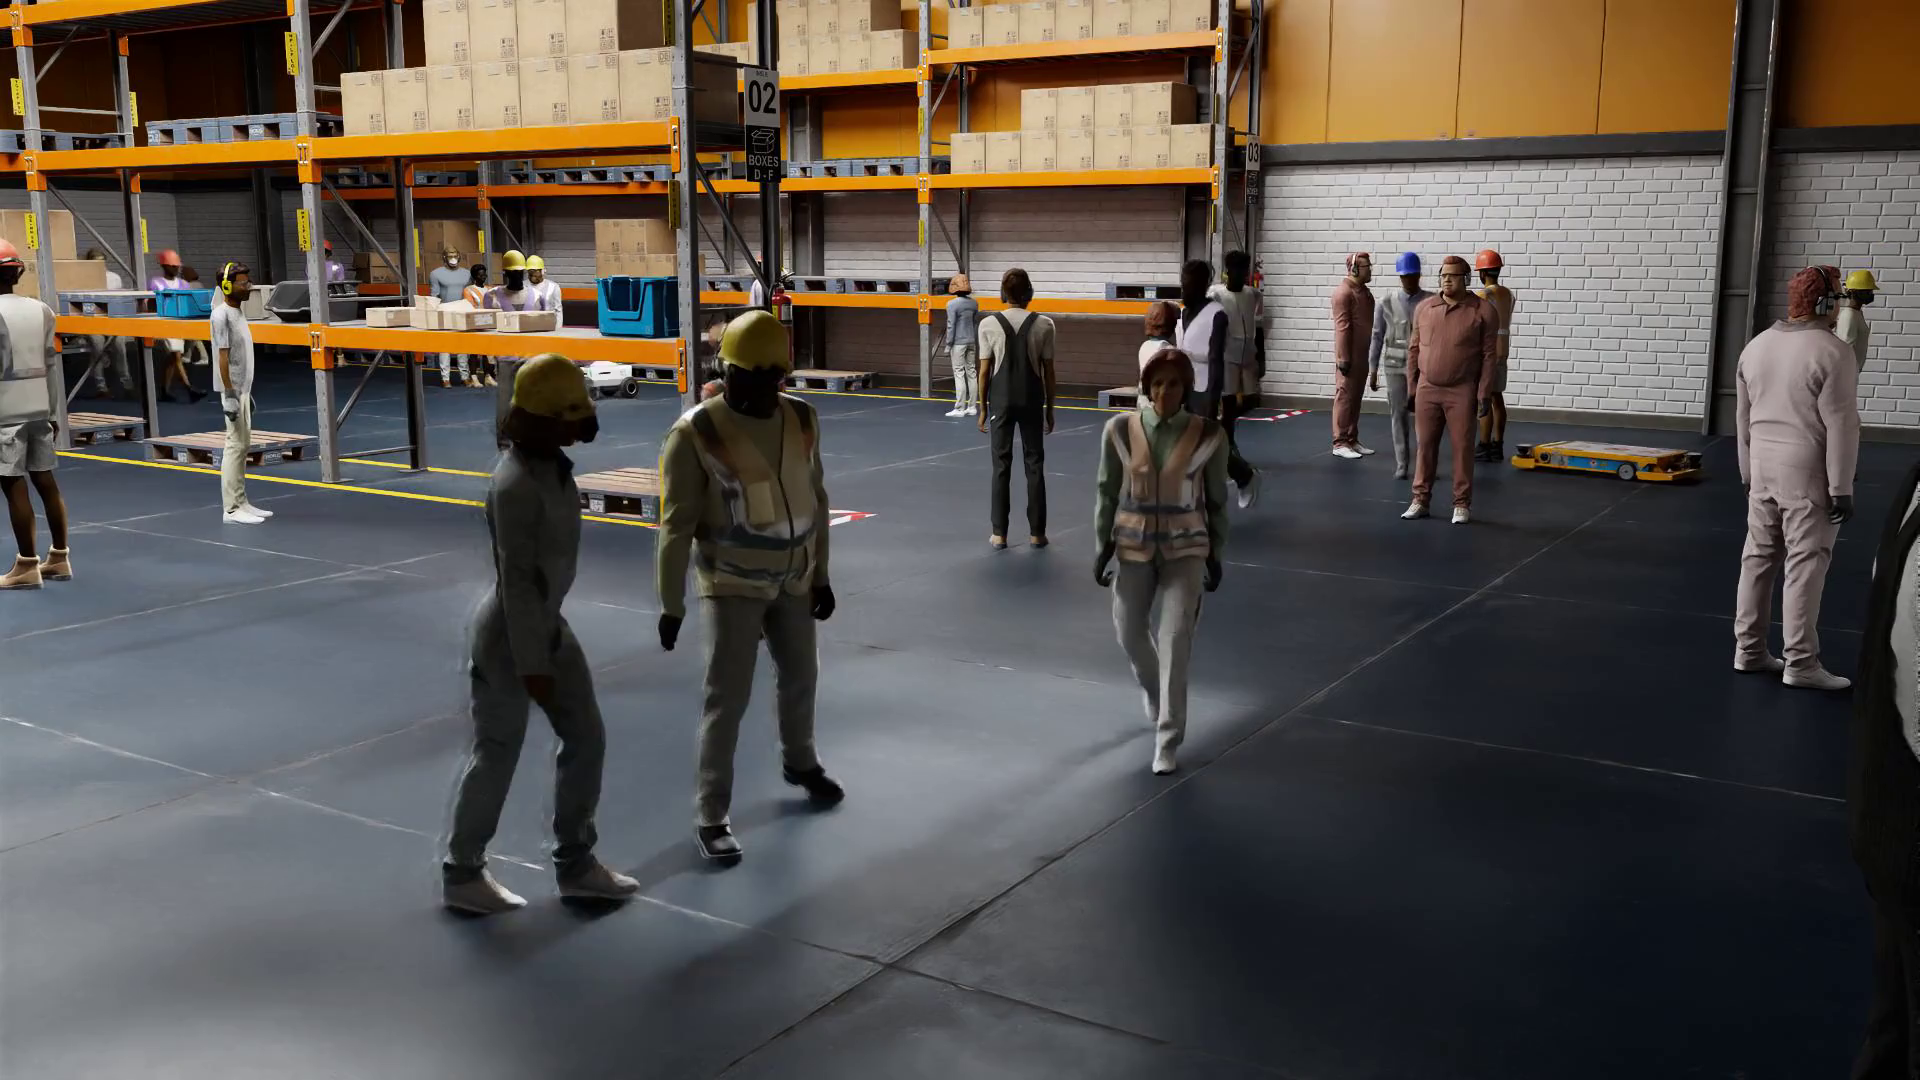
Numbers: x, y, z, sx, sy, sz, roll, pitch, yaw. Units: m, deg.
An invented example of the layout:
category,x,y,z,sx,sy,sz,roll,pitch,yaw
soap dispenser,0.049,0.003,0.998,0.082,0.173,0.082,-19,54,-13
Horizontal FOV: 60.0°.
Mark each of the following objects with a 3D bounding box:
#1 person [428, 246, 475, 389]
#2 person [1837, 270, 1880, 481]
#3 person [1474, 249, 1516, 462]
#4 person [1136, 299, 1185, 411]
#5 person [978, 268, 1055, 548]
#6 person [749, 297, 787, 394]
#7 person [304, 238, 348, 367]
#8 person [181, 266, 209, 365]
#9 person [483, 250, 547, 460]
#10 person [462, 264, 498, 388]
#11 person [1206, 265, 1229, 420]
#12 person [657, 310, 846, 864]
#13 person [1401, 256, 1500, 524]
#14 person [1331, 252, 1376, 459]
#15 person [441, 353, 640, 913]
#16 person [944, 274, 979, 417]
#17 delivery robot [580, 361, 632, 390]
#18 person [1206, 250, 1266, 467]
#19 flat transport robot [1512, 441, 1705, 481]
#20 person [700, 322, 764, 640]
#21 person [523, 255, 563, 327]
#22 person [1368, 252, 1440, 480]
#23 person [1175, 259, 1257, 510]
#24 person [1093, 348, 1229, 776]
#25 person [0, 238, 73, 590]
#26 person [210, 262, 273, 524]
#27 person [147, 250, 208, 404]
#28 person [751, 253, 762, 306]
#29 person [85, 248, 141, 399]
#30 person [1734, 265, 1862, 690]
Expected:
category,x,y,z,sx,sy,sz,roll,pitch,yaw
person,-6.936,-3.048,22.803,0.632,1.940,0.372,-7,12,-34
person,7.559,-1.396,14.126,0.325,1.769,0.524,6,12,30
person,4.822,-1.678,15.225,0.547,1.934,0.375,-9,14,-41
person,1.294,-0.726,10.750,0.308,1.645,0.517,-3,11,-16
person,0.369,-0.858,10.939,0.506,1.840,0.344,0,10,2
person,-2.283,-2.307,19.316,0.542,1.703,0.940,10,14,43
person,-10.079,-3.765,26.483,0.608,2.044,0.371,-3,11,-14
person,-12.557,-3.657,27.077,0.610,1.604,0.541,2,10,13
person,-4.078,-1.696,15.341,0.587,1.928,0.381,-5,12,-28
person,-6.583,-2.940,22.875,0.318,1.697,0.536,6,12,32
person,2.813,-2.106,17.919,0.544,1.811,0.743,-7,13,-35
person,-0.681,0.127,5.608,0.735,1.806,0.498,-9,14,-42
person,3.500,-1.071,11.936,0.640,1.910,0.407,7,12,33
person,3.707,-1.727,15.561,0.408,1.913,0.641,6,12,32
person,-1.263,0.299,4.903,0.698,1.700,0.499,2,10,9
person,0.016,-2.232,19.121,0.282,1.634,0.498,9,14,42
delivery robot,-4.537,-2.112,21.191,0.477,0.478,0.707,8,13,38
person,2.429,-1.631,14.951,0.660,1.938,0.679,-4,11,-23
flat transport robot,5.608,-0.700,14.412,0.652,0.197,1.431,-10,14,-43
person,-1.066,-0.263,8.244,0.480,1.627,0.518,7,12,35
person,-5.275,-2.635,20.808,0.597,1.831,0.403,-1,10,-3
person,3.761,-1.446,13.953,0.664,1.922,0.551,2,10,13
person,1.775,-1.067,11.957,0.734,1.893,0.593,-5,11,-27
person,0.799,0.045,6.542,0.517,1.611,0.726,3,11,16
person,-5.511,-0.729,9.661,0.394,2.042,0.611,2,11,13
person,-5.178,-1.051,11.935,0.309,1.868,0.534,-2,10,-10
person,-9.691,-2.631,20.625,0.972,1.884,0.572,5,11,26
person,-2.120,-2.245,18.388,0.375,1.927,0.543,-2,10,-13
person,-10.763,-2.700,20.972,0.849,1.909,0.643,8,13,38
person,3.824,-0.282,7.565,0.408,1.909,0.638,-3,11,-17
